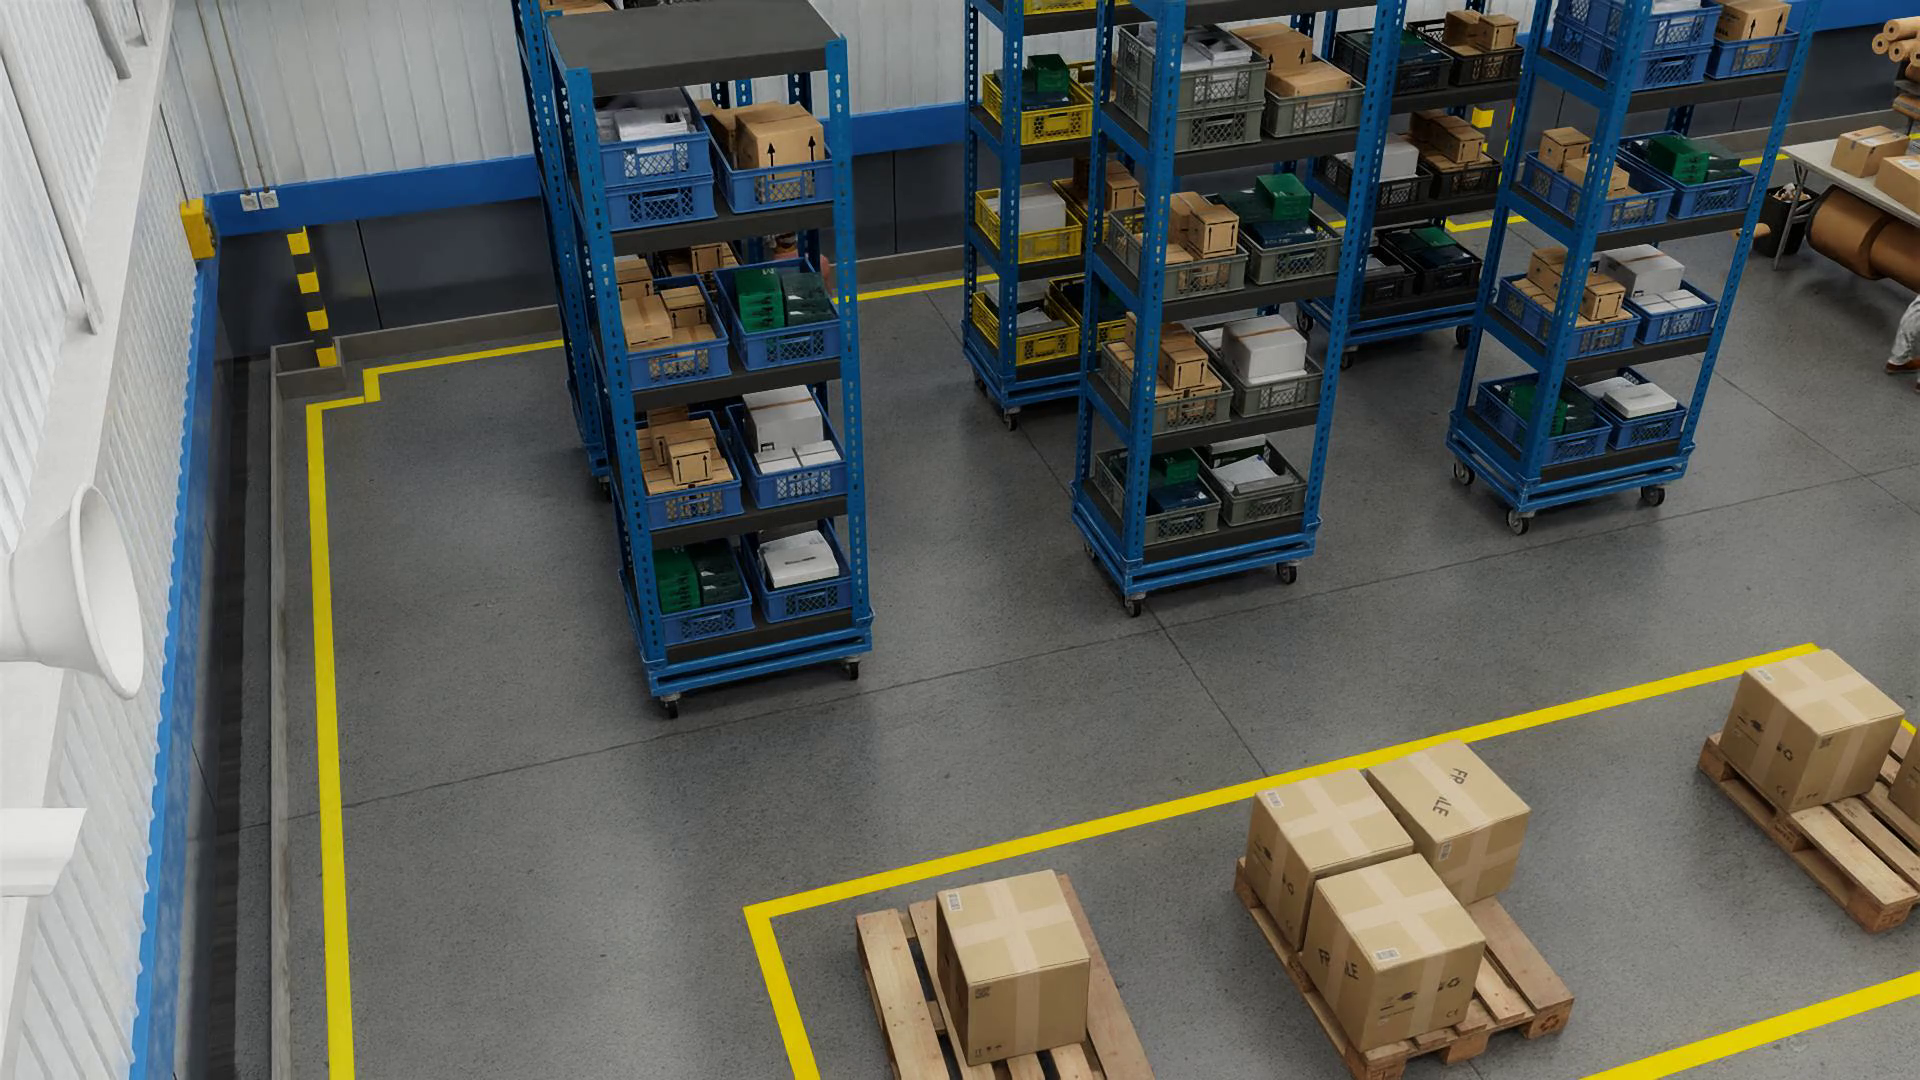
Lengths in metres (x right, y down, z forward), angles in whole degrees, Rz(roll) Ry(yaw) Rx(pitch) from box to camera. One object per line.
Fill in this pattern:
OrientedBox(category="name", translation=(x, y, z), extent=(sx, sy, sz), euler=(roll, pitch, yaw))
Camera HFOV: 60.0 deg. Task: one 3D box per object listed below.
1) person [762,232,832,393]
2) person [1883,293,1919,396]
OrientedBox(category="person", translation=(-1.040, -1.132, 10.170), extent=(0.622, 1.980, 0.411), euler=(-29, 44, -35))
OrientedBox(category="person", translation=(6.827, -1.921, 11.332), extent=(0.372, 1.932, 0.632), euler=(-8, 36, -11))
